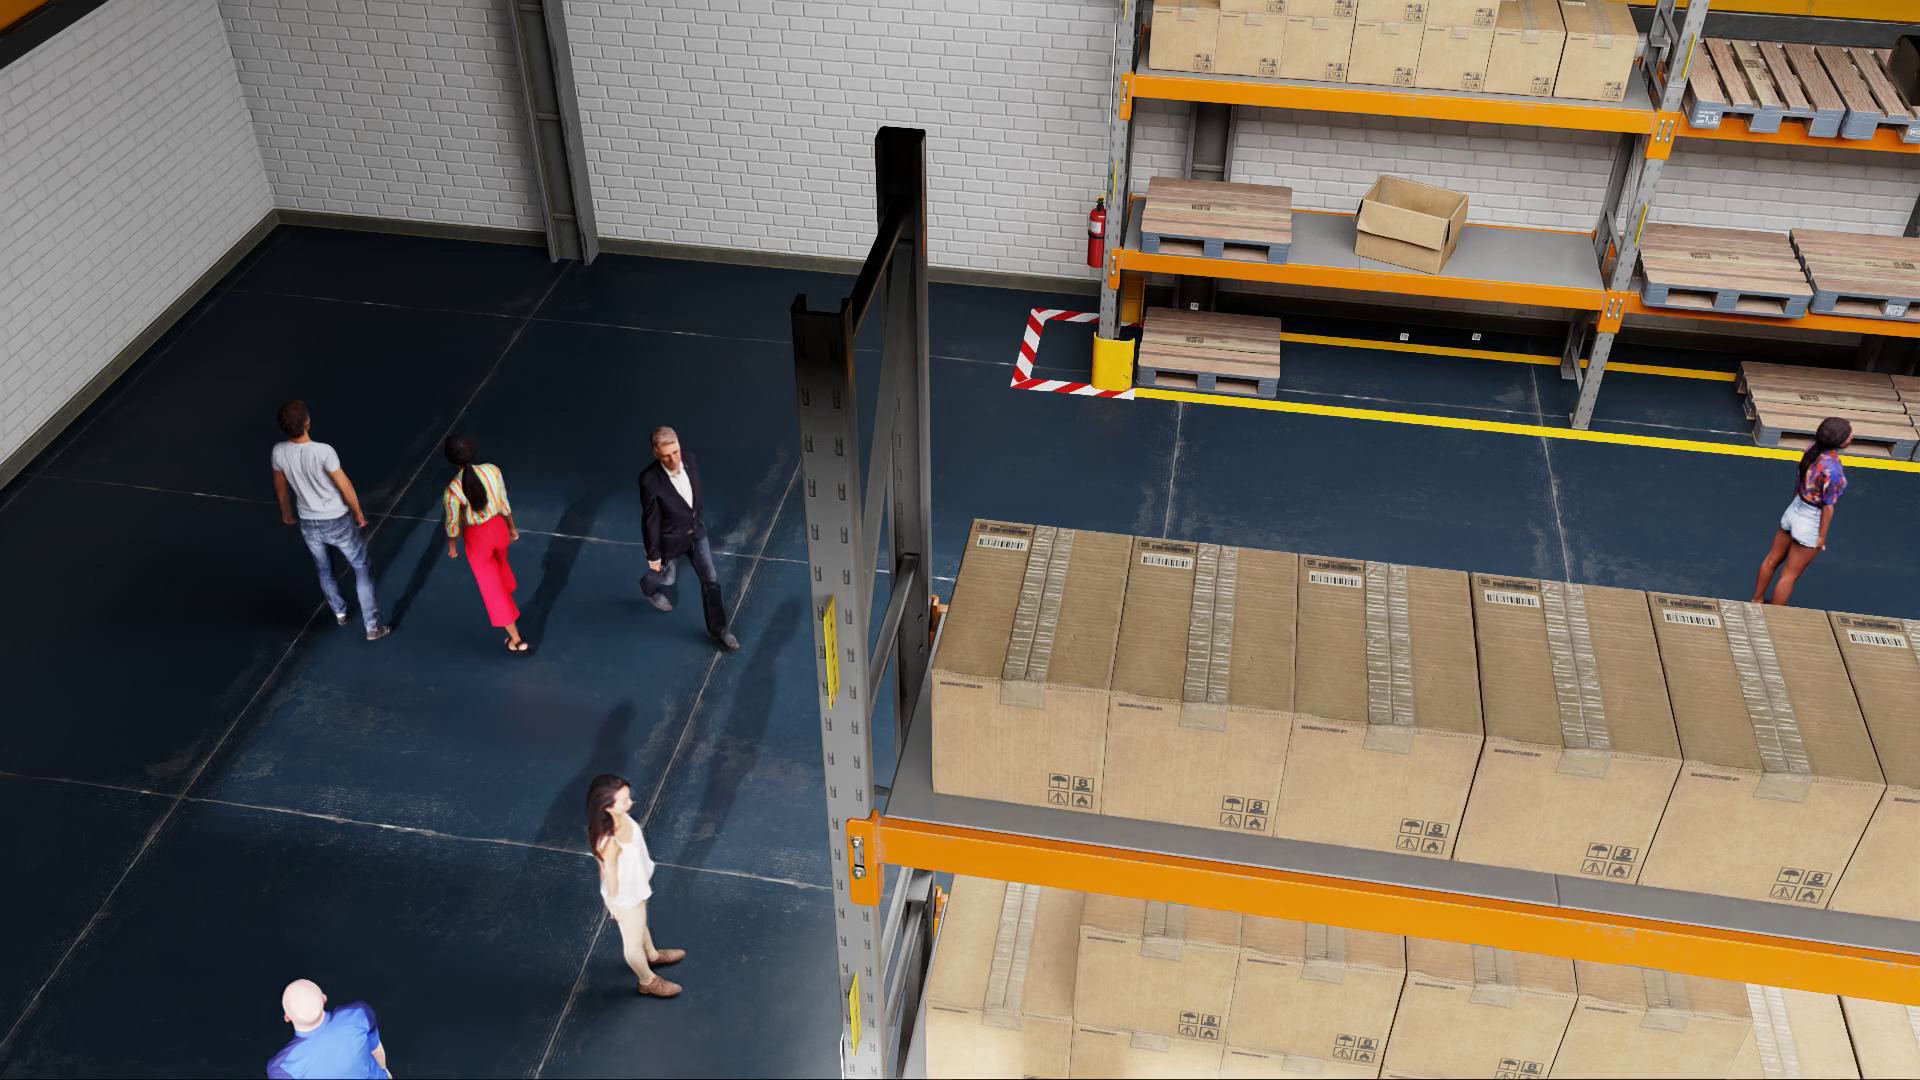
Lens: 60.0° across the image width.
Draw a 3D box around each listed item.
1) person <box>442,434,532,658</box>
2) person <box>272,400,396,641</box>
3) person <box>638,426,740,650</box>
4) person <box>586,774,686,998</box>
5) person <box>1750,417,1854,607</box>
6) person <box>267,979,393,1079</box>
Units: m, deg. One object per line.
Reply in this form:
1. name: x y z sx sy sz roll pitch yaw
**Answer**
1. person: -3.121 0.086 11.200 0.864 1.771 0.787 26 46 29
2. person: -4.326 -0.135 11.394 0.770 1.874 0.926 -5 39 -7
3. person: -1.993 -0.081 11.402 1.281 1.780 1.116 30 47 32
4. person: -1.832 1.877 9.051 0.670 1.653 0.607 -1 39 -1
5. person: 5.814 -0.113 11.474 0.597 1.741 0.638 -3 39 -4
6. person: -2.905 2.682 7.892 0.760 1.842 0.758 29 47 31
